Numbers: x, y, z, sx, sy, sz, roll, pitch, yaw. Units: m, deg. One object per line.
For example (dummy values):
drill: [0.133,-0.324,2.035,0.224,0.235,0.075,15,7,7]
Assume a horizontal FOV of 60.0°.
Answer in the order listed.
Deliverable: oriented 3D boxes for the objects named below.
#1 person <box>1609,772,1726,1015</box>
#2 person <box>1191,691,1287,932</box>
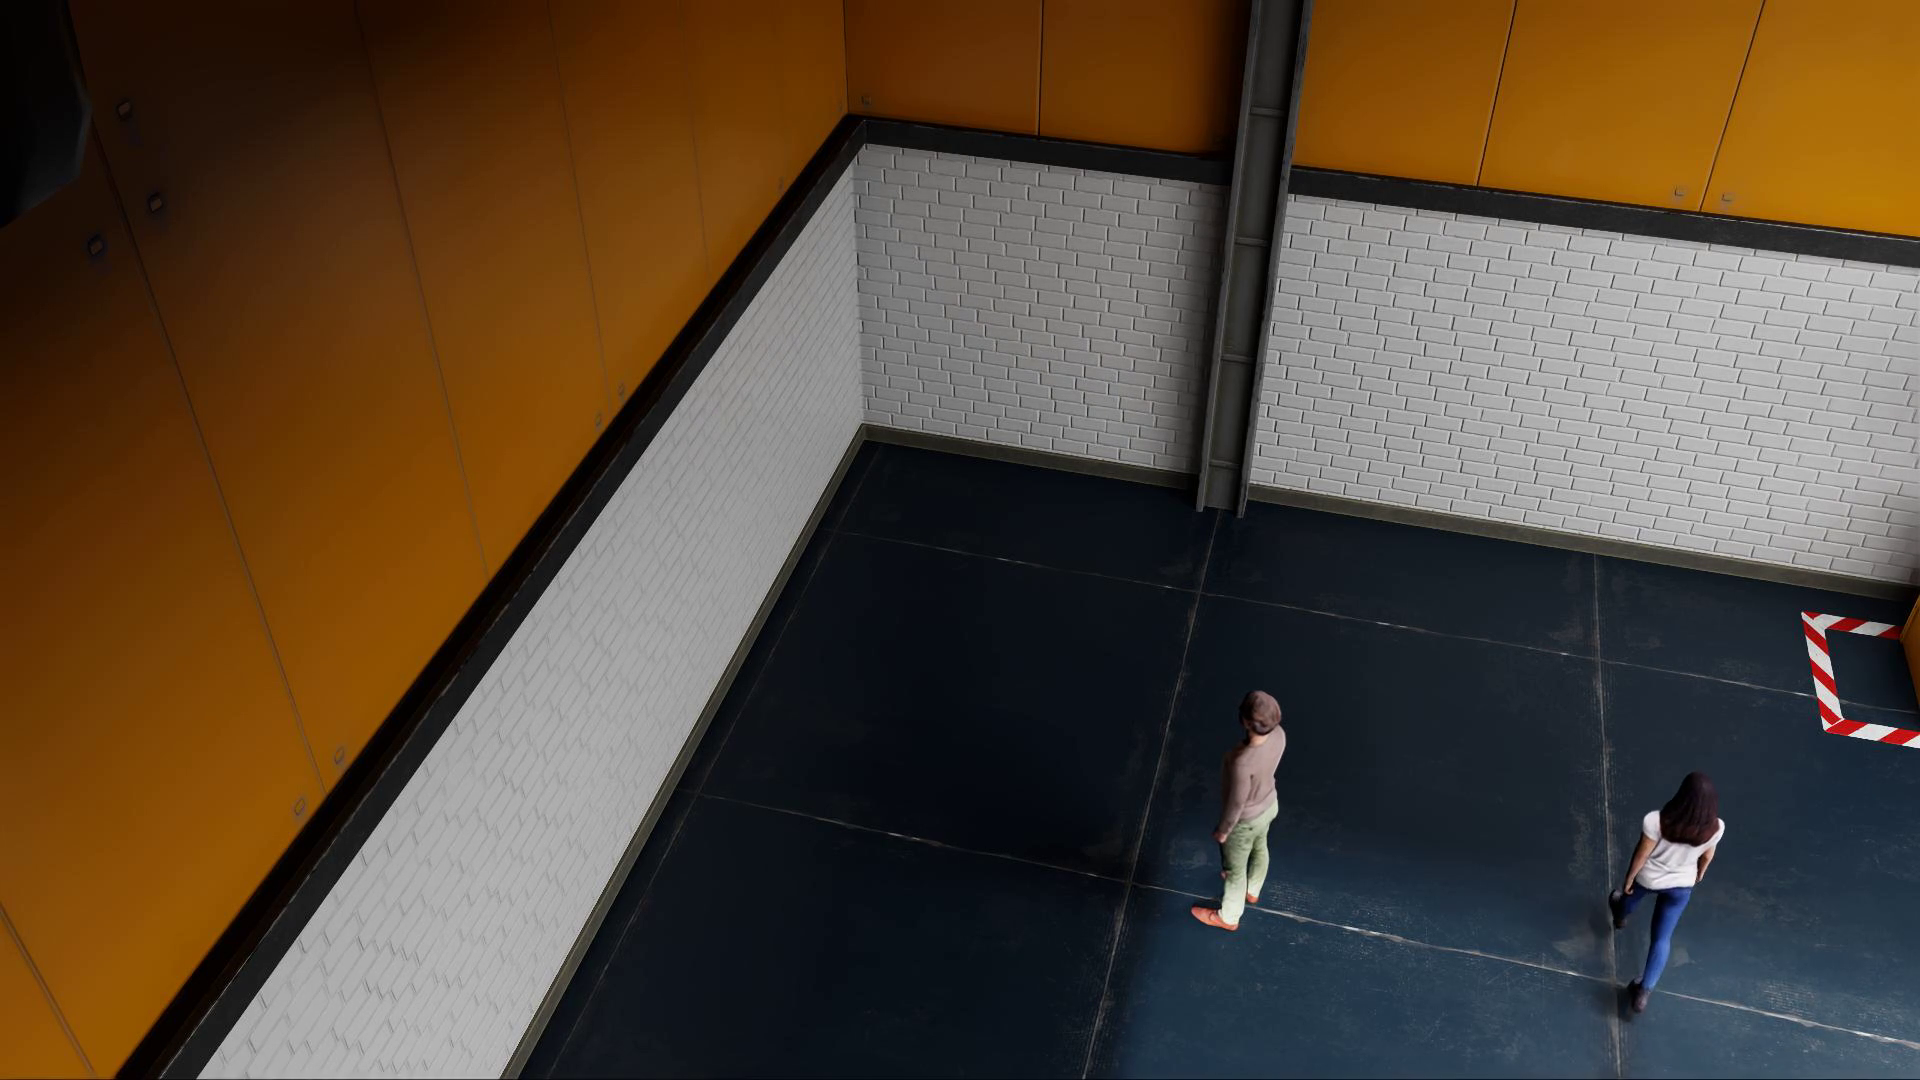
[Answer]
person: [4.079,2.061,9.644,1.071,1.636,0.718,8,39,9]
person: [1.728,1.626,9.997,0.751,1.876,0.766,27,46,29]
